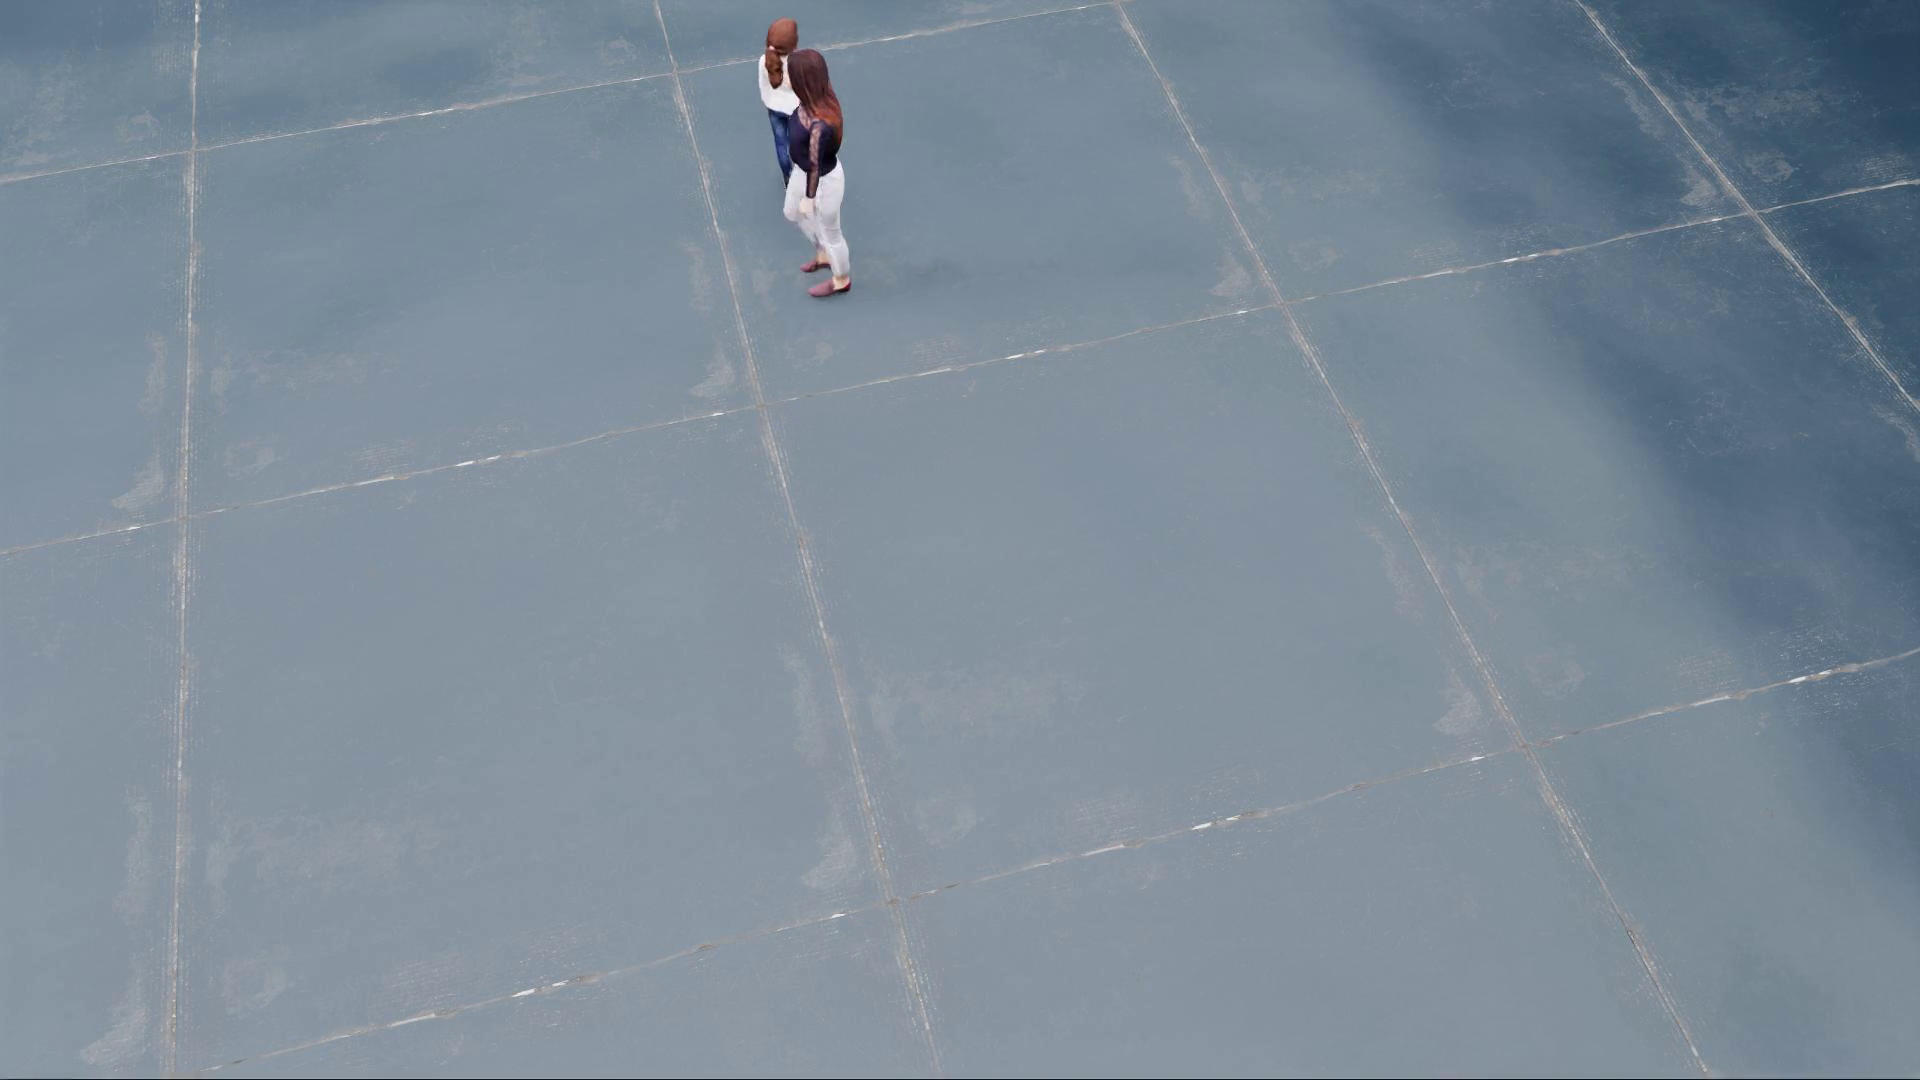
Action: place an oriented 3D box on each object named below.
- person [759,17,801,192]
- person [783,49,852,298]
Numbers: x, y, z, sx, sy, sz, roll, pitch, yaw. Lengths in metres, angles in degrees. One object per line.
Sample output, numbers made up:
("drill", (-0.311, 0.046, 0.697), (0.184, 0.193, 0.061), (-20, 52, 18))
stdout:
("person", (-1.006, -2.495, 9.640), (0.519, 1.092, 0.657), (-4, 52, -3))
("person", (-0.689, -1.924, 8.878), (0.675, 1.598, 0.535), (-7, 53, -5))
